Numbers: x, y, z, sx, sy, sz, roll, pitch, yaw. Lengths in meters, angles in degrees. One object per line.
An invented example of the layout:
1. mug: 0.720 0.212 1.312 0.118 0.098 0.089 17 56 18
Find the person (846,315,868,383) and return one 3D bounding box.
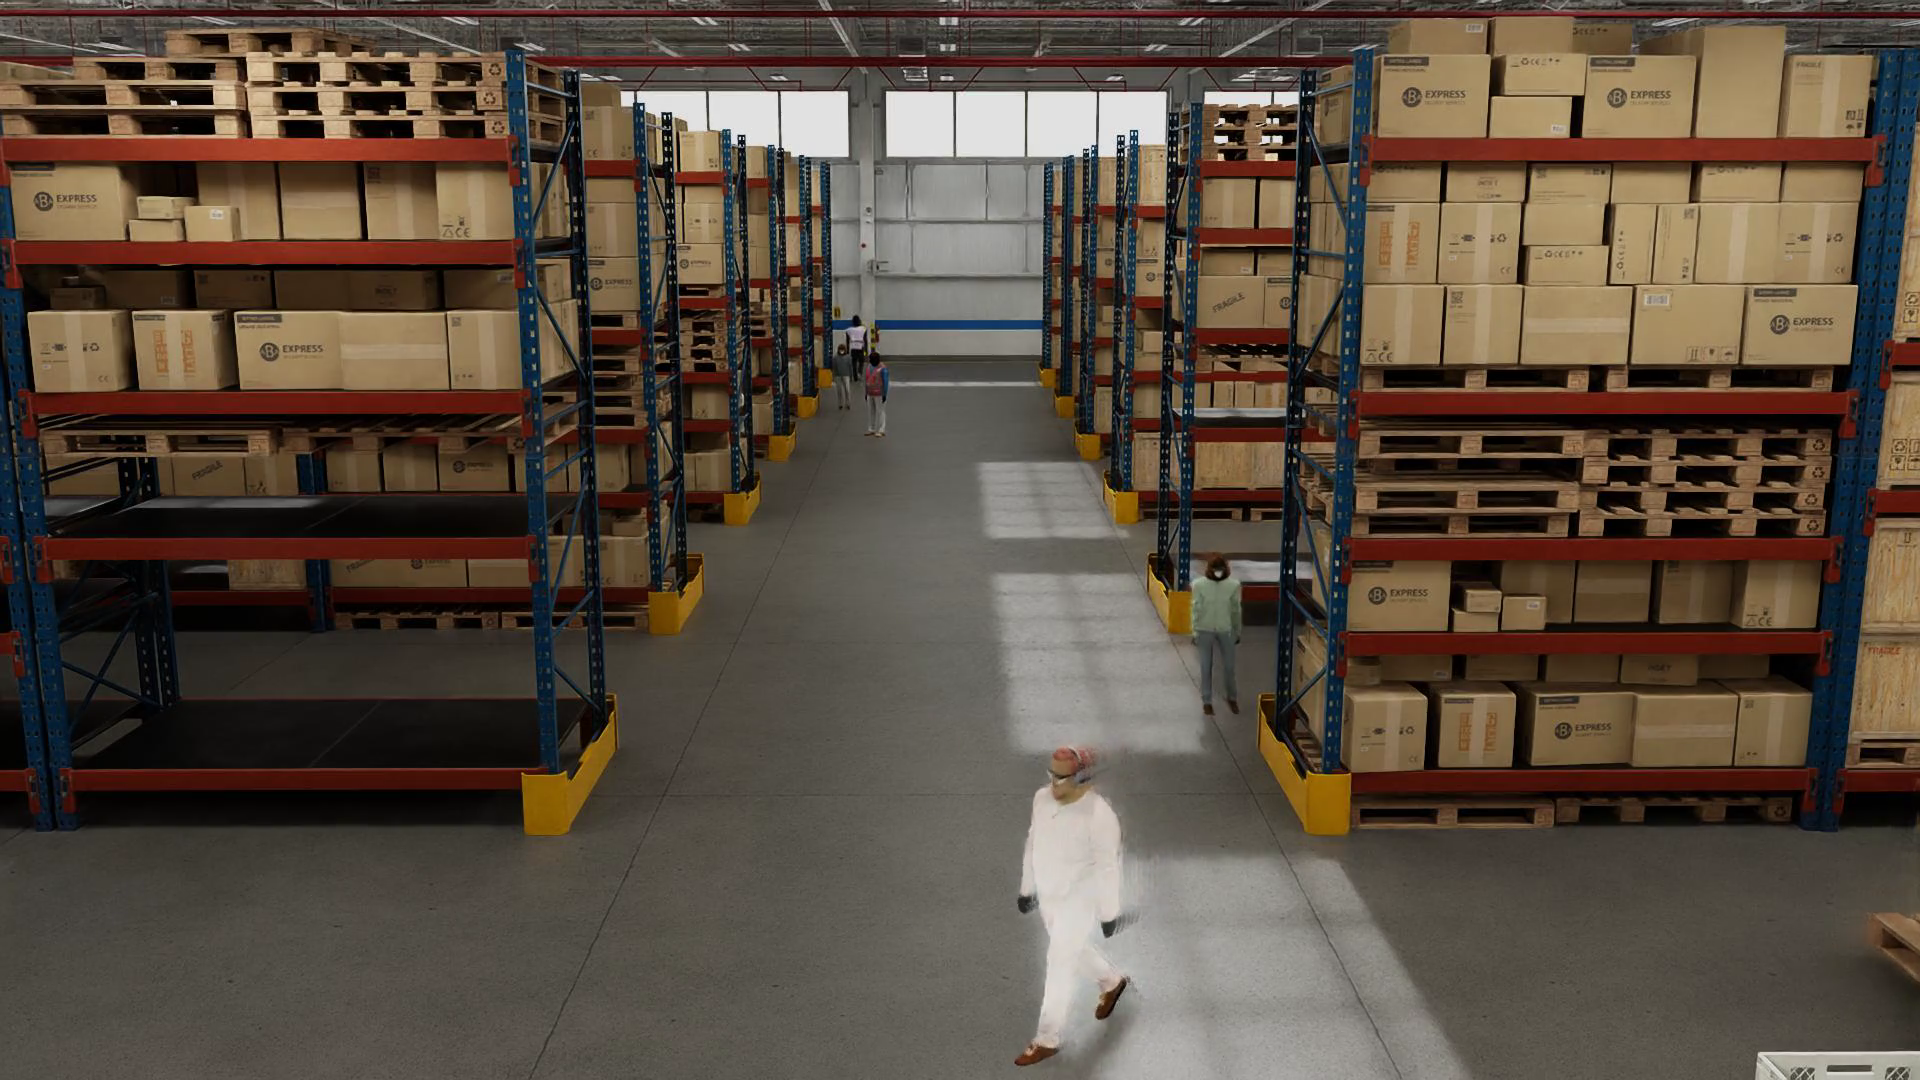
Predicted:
1. person: -2.902 -5.363 46.692 0.617 1.907 0.455 0 11 1

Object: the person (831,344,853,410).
1. person: -2.872 -3.937 40.402 0.520 1.605 0.763 0 11 0

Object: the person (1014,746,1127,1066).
1. person: 0.681 2.092 9.861 0.933 1.877 0.642 -8 14 -36

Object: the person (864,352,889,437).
1. person: -1.825 -3.135 35.826 0.633 1.841 0.429 10 15 41

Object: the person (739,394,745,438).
1. person: -4.124 -2.002 29.719 0.608 2.039 0.395 5 13 24

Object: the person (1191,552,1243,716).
1. person: 2.512 0.918 16.289 0.508 1.623 0.366 1 11 5
